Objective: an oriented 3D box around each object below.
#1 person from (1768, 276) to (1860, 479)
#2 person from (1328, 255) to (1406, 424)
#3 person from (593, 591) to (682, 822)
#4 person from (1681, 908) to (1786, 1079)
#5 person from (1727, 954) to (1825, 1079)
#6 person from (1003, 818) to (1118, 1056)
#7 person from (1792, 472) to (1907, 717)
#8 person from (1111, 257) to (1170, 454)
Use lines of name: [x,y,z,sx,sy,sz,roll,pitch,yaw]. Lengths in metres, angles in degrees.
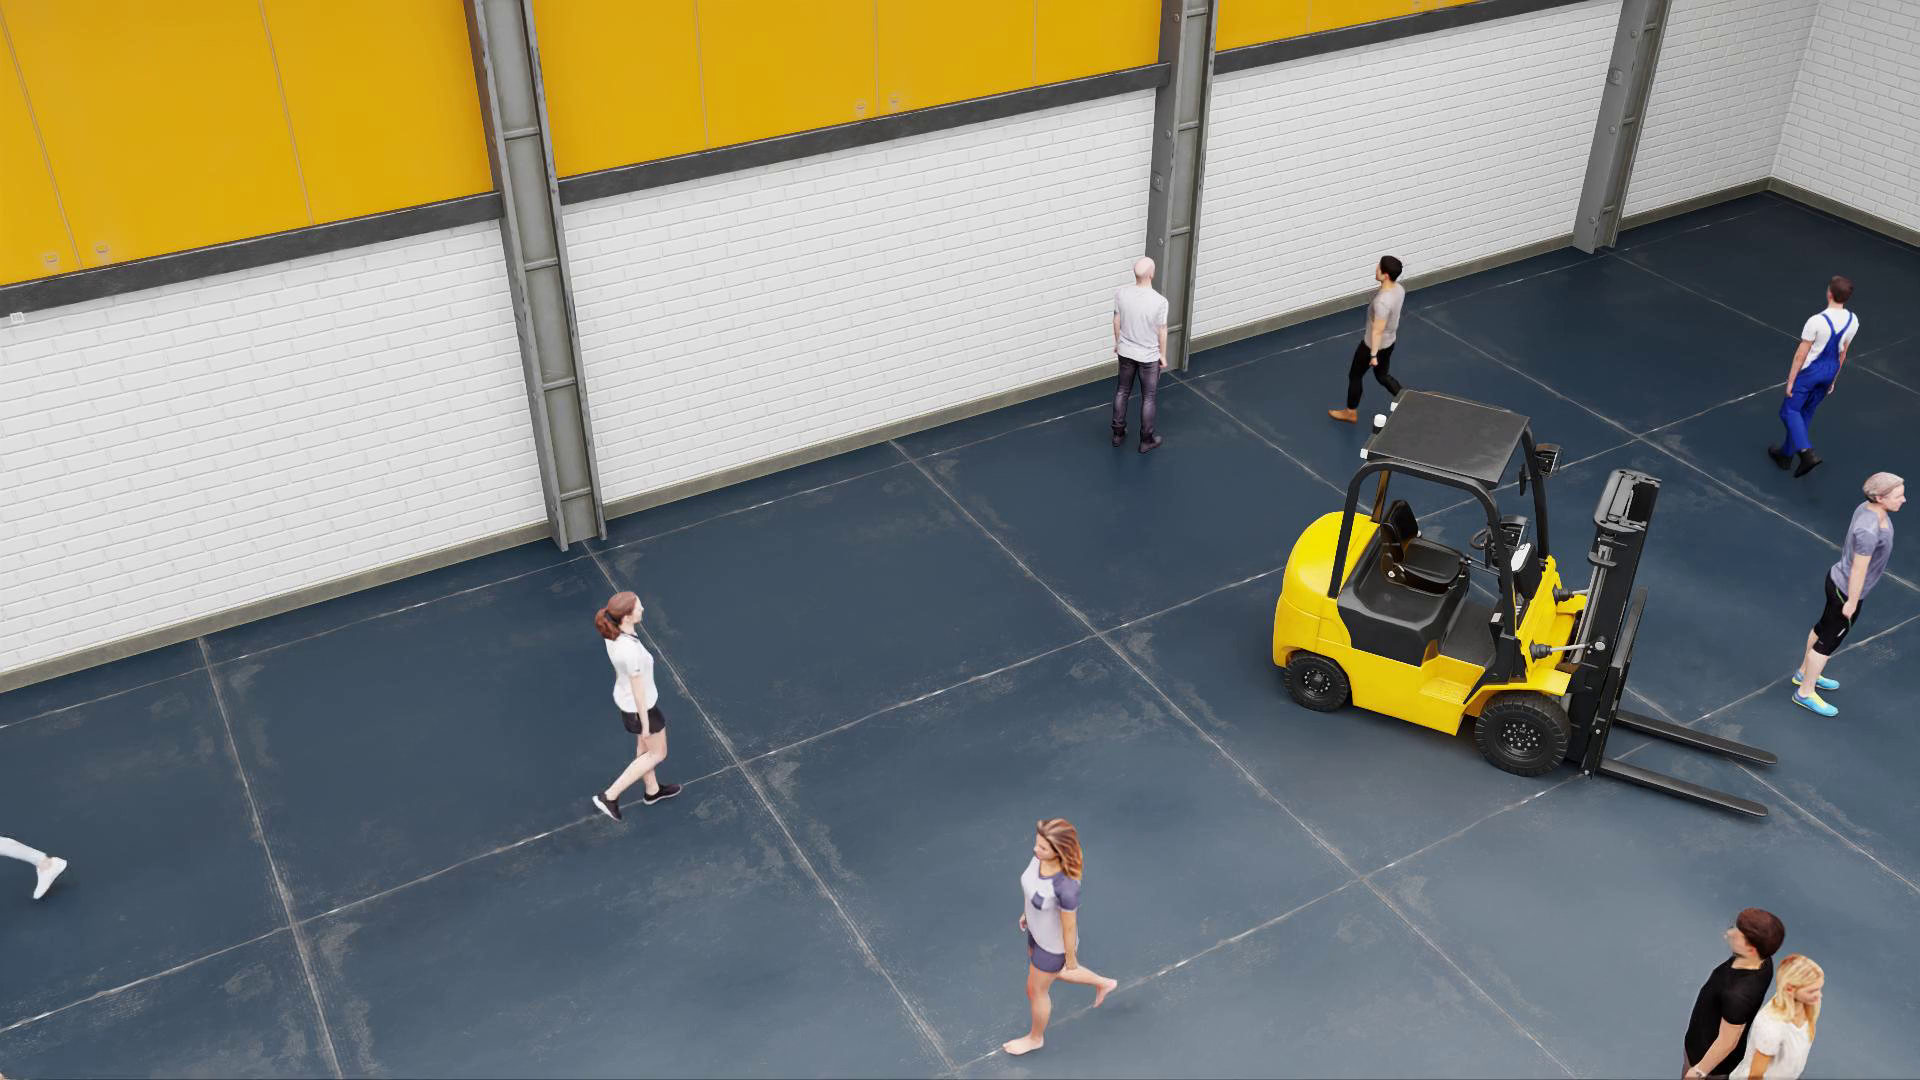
person: [7.358,-1.346,14.249,1.047,1.834,0.952,-3,34,-4]
person: [3.843,-1.745,14.975,0.890,1.693,1.057,25,41,32]
person: [-2.142,1.097,10.660,0.882,1.737,0.603,-22,39,-29]
person: [3.802,2.548,8.364,0.824,1.862,0.714,17,37,23]
person: [3.901,2.698,8.186,0.533,1.809,0.708,-28,43,-35]
person: [0.574,2.140,9.113,0.995,1.712,0.747,-9,35,-14]
person: [6.231,0.341,11.661,0.807,1.888,0.695,16,37,23]
person: [1.578,-1.643,14.697,0.758,1.832,0.758,18,38,25]
